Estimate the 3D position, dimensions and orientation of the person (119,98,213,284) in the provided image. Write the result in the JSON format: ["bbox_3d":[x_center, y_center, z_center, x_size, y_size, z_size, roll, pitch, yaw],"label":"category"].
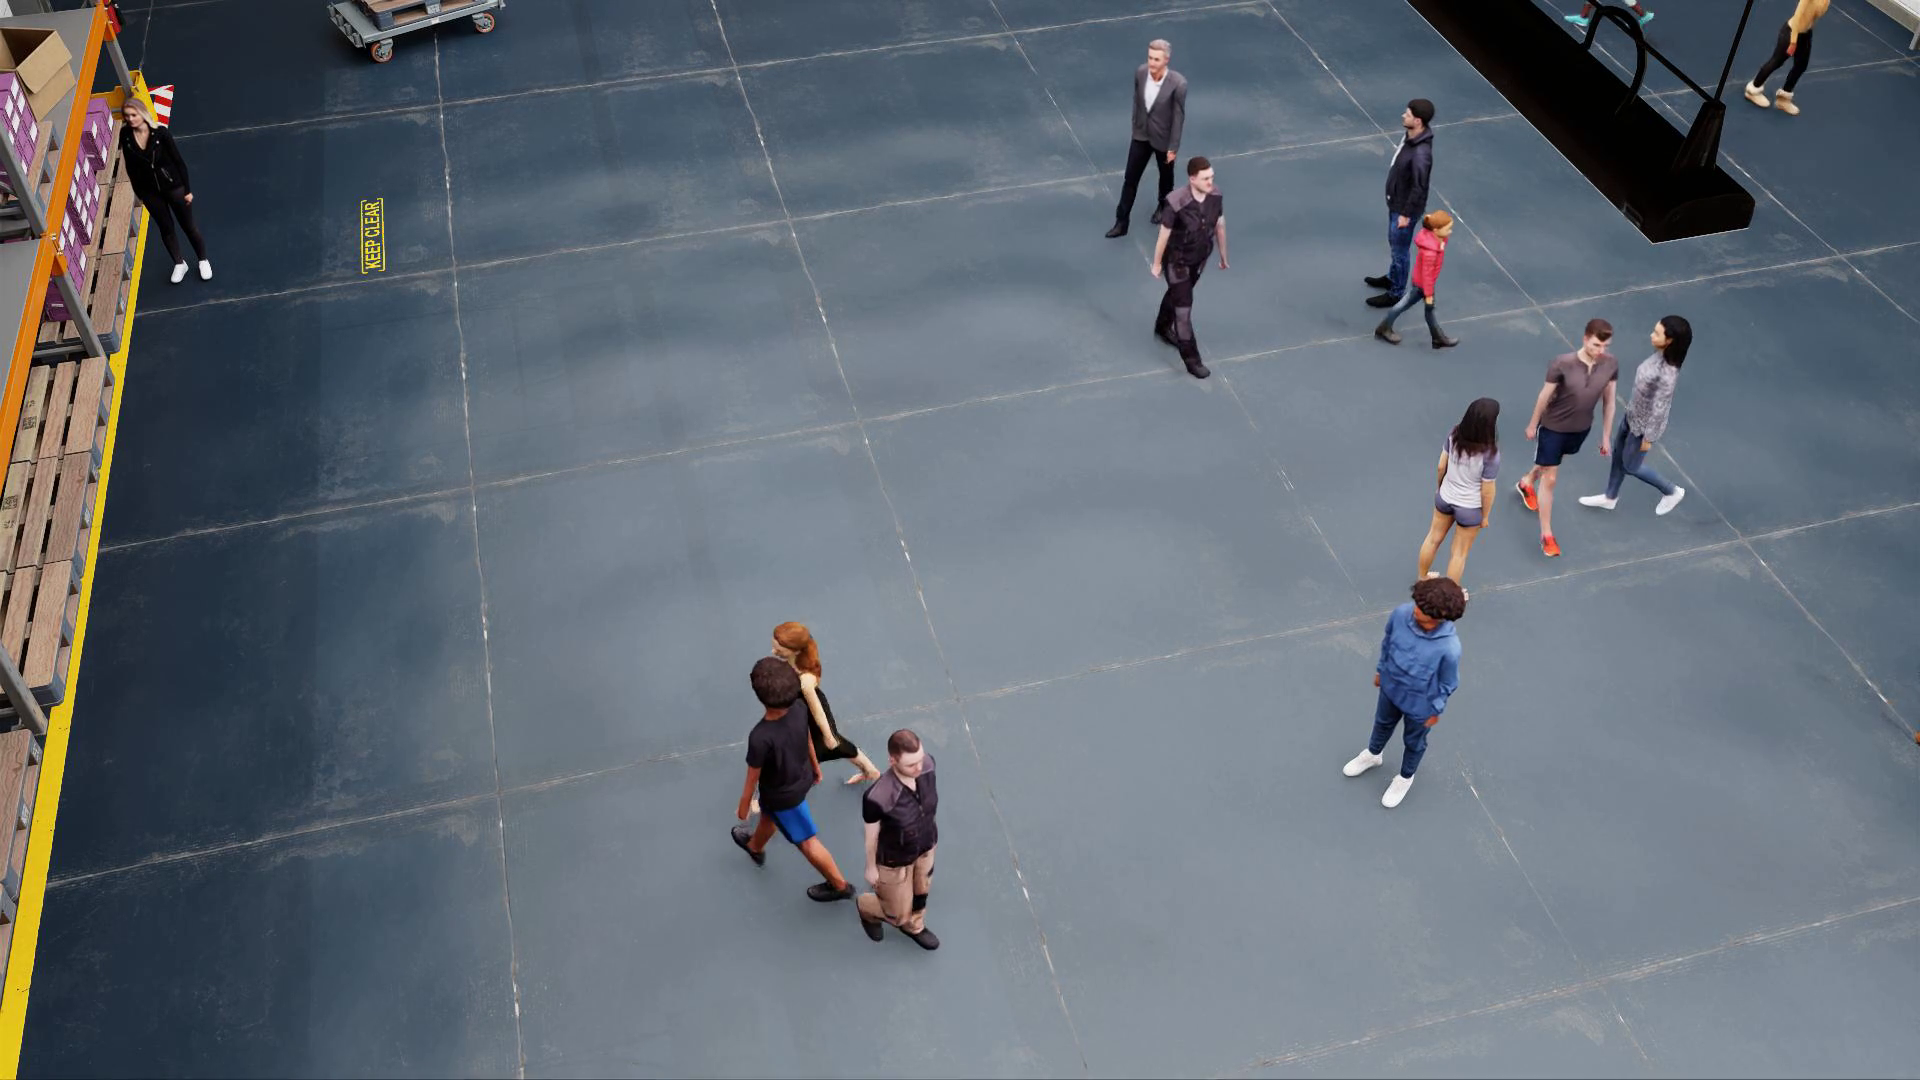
[{"bbox_3d":[-6.727,-2.963,14.056,0.626,1.686,0.543,-7,44,-7],"label":"person"}]

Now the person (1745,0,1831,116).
[{"bbox_3d":[8.095,-4.960,16.198,0.719,1.623,0.871,-28,50,-26],"label":"person"}]

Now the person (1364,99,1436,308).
[{"bbox_3d":[3.687,-2.778,13.712,0.809,1.893,0.660,6,44,6],"label":"person"}]

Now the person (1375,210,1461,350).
[{"bbox_3d":[3.667,-2.101,13.444,0.949,1.281,0.898,21,47,20],"label":"person"}]

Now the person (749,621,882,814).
[{"bbox_3d":[-0.823,1.042,9.927,0.669,1.582,1.010,-13,45,-13],"label":"person"}]

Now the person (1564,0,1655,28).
[{"bbox_3d":[6.927,-6.084,17.340,1.095,1.676,1.080,19,47,19],"label":"person"}]

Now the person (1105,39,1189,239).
[{"bbox_3d":[1.762,-3.569,14.607,1.163,1.803,1.207,23,48,22],"label":"person"}]

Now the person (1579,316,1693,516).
[{"bbox_3d":[4.950,-0.841,11.809,0.923,1.713,0.951,9,44,9],"label":"person"}]

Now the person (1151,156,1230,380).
[{"bbox_3d":[1.733,-2.262,13.231,0.972,1.809,1.197,-25,49,-24],"label":"person"}]

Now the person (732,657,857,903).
[{"bbox_3d":[-0.916,1.434,9.399,1.209,1.744,1.153,22,48,21],"label":"person"}]

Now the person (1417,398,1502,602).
[{"bbox_3d":[3.370,-0.261,11.185,0.716,1.734,0.586,-29,51,-27],"label":"person"}]

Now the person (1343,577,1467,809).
[{"bbox_3d":[2.707,0.872,9.943,0.804,1.806,0.642,-28,50,-26],"label":"person"}]

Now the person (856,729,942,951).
[{"bbox_3d":[-0.383,1.626,9.139,0.905,1.824,0.860,33,52,30],"label":"person"}]

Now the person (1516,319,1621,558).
[{"bbox_3d":[4.255,-0.854,11.753,0.798,1.809,1.183,-5,44,-5],"label":"person"}]
